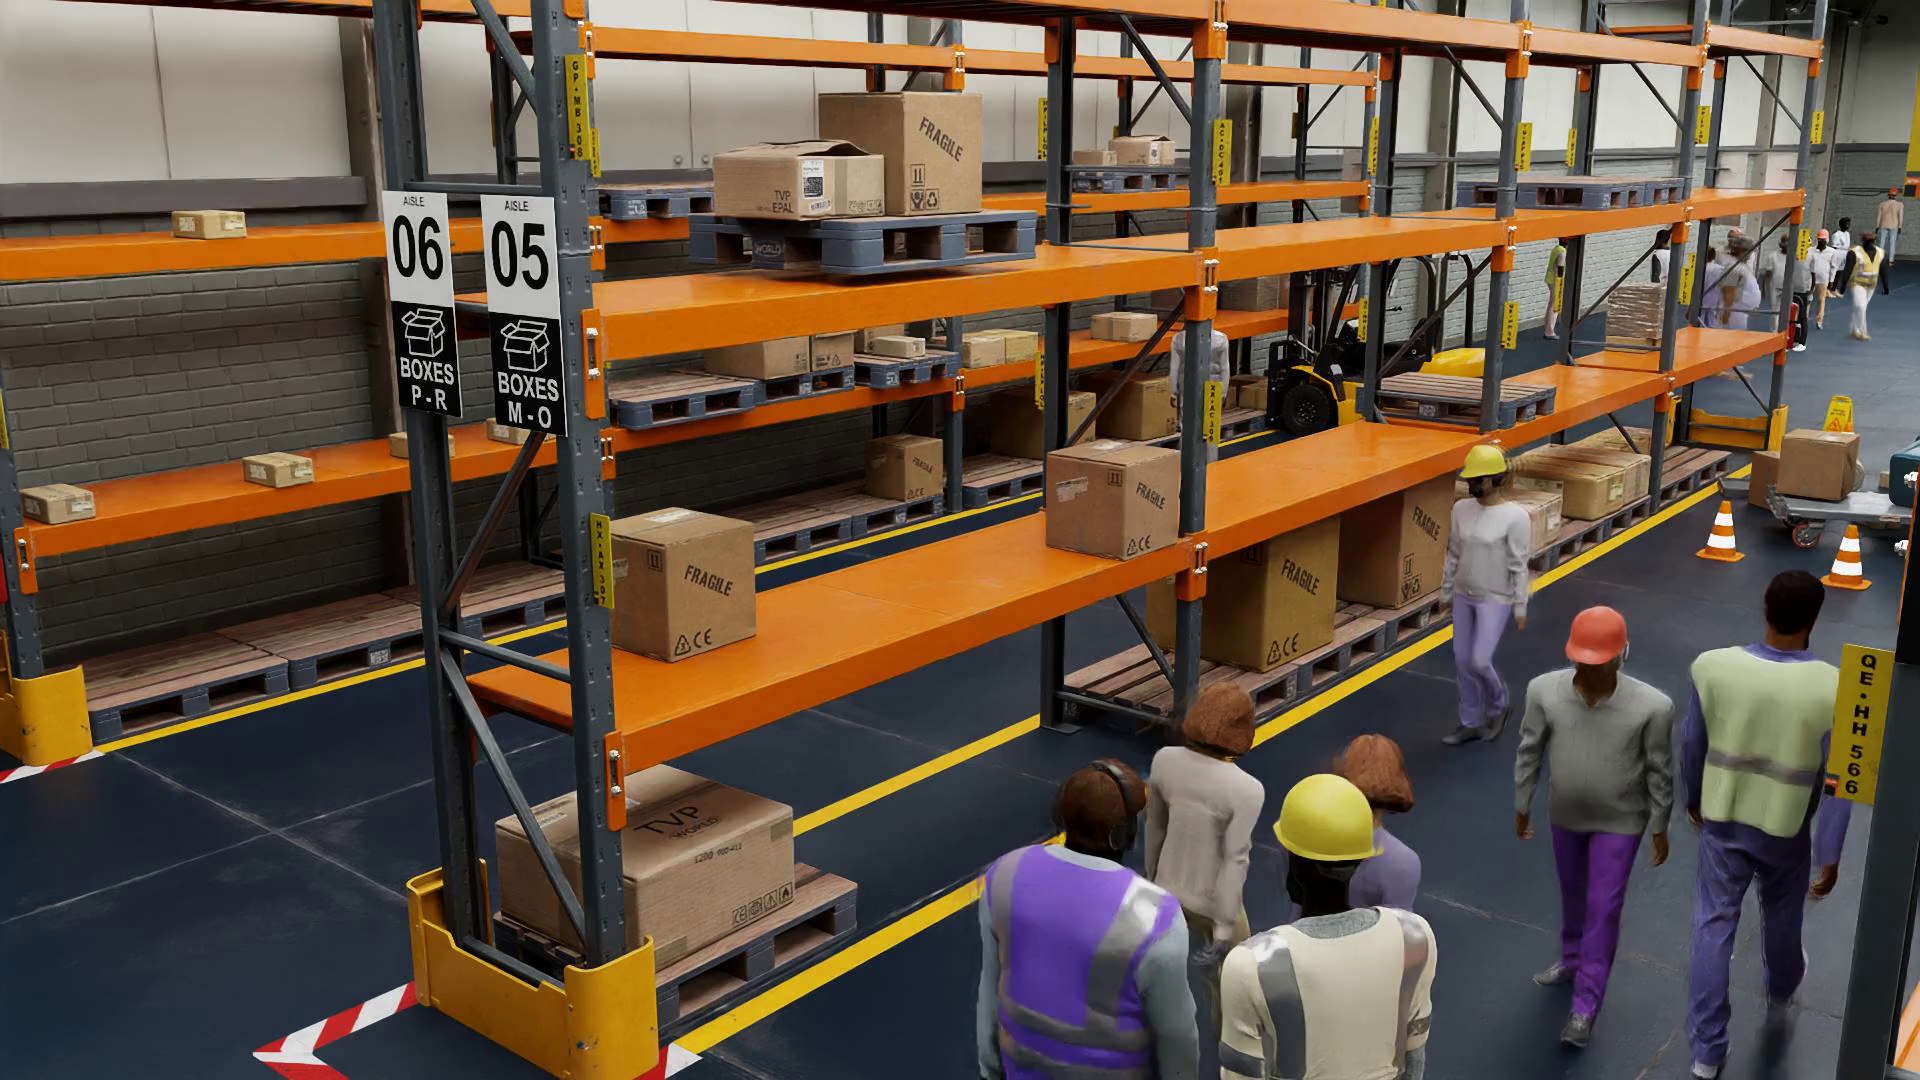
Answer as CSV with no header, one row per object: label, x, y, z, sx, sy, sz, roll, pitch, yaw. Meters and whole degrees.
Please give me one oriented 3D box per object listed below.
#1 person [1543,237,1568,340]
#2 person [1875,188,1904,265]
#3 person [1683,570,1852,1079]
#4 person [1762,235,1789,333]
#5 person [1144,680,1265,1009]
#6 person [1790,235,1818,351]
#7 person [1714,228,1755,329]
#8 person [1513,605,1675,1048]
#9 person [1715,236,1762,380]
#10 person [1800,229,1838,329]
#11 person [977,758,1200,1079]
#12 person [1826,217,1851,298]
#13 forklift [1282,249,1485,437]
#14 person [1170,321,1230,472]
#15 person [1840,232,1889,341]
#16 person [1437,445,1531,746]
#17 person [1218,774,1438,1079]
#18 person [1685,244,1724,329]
person,10.017,-4.281,27.924,0.386,1.838,0.563,3,14,10
person,24.337,-8.207,43.590,0.649,1.989,0.405,9,16,32
person,3.035,1.014,6.275,0.597,1.868,0.991,9,16,33
person,13.433,-4.089,27.221,0.526,1.802,0.953,7,16,28
person,0.806,1.269,5.874,0.508,1.574,0.940,13,19,43
person,13.376,-3.945,26.509,0.327,1.863,0.507,-6,15,-24
person,12.665,-4.170,27.357,0.395,1.898,0.641,-13,19,-43
person,2.421,1.064,6.454,0.589,1.702,0.742,11,18,39
person,10.970,-3.307,23.533,0.661,2.000,0.703,8,16,30
person,15.173,-4.615,29.440,0.570,1.755,0.320,7,15,26
person,0.296,1.488,4.521,0.634,1.804,0.927,11,18,39
person,18.455,-5.927,34.929,0.533,1.691,0.322,-10,17,-35
forklift,4.886,-2.214,18.767,2.313,2.155,1.214,11,18,38
person,2.380,-1.481,16.546,0.587,1.825,0.404,2,14,10
person,15.148,-4.227,27.757,0.762,1.797,0.790,-2,14,-7
person,2.900,0.331,9.311,0.369,1.743,0.549,-9,16,-32
person,0.881,1.506,4.170,0.585,1.928,0.369,-5,15,-21
person,10.829,-3.379,24.228,0.507,1.847,0.351,-2,14,-7
